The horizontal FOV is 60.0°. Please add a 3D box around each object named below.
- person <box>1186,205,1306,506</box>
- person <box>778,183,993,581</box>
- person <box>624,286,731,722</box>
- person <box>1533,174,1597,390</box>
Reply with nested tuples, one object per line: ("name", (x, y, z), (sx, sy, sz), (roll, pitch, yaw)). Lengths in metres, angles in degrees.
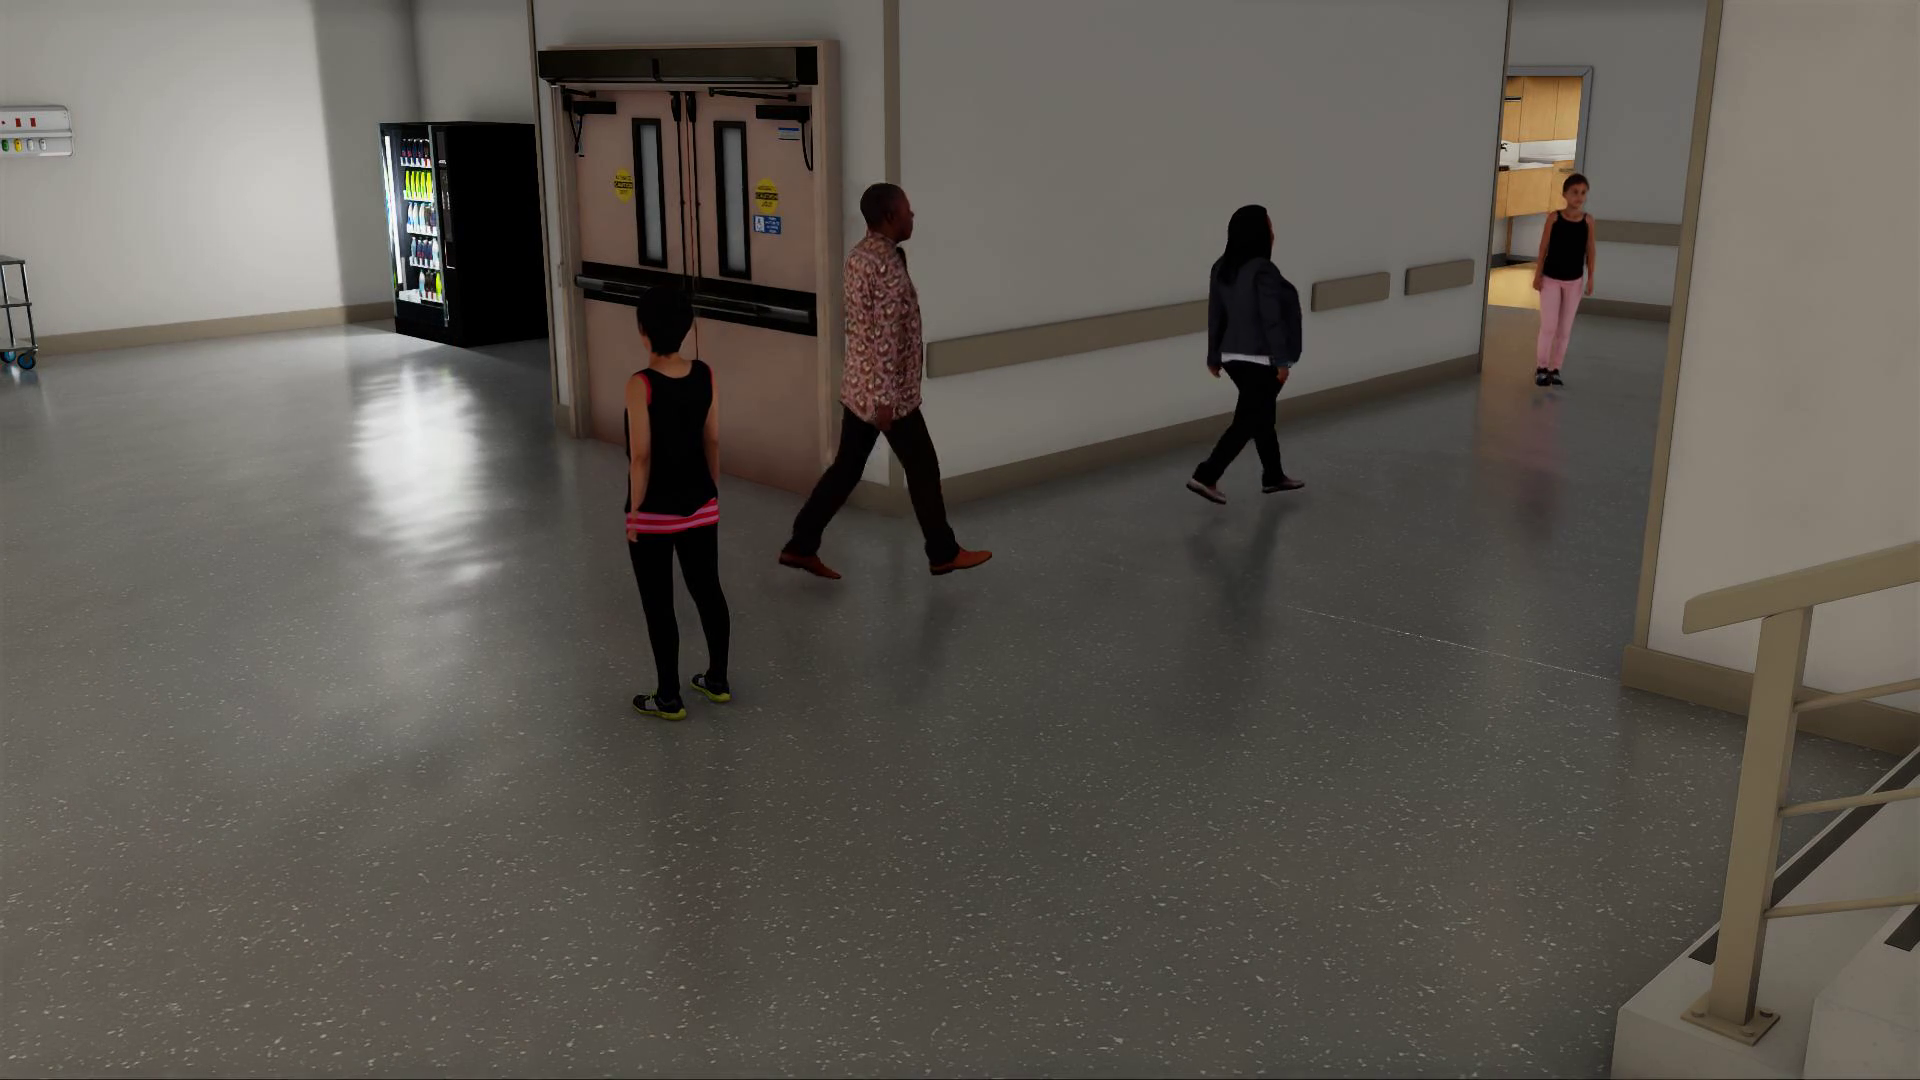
("person", (1.493, -0.942, 8.784), (0.982, 1.569, 1.083), (-7, 17, -22))
("person", (-0.440, -0.648, 7.357), (1.008, 1.776, 1.242), (-7, 17, -24))
("person", (-1.025, -0.135, 5.953), (0.490, 1.552, 0.537), (15, 22, 42))
("person", (4.388, -1.894, 12.188), (0.723, 1.554, 0.781), (1, 16, 5))
